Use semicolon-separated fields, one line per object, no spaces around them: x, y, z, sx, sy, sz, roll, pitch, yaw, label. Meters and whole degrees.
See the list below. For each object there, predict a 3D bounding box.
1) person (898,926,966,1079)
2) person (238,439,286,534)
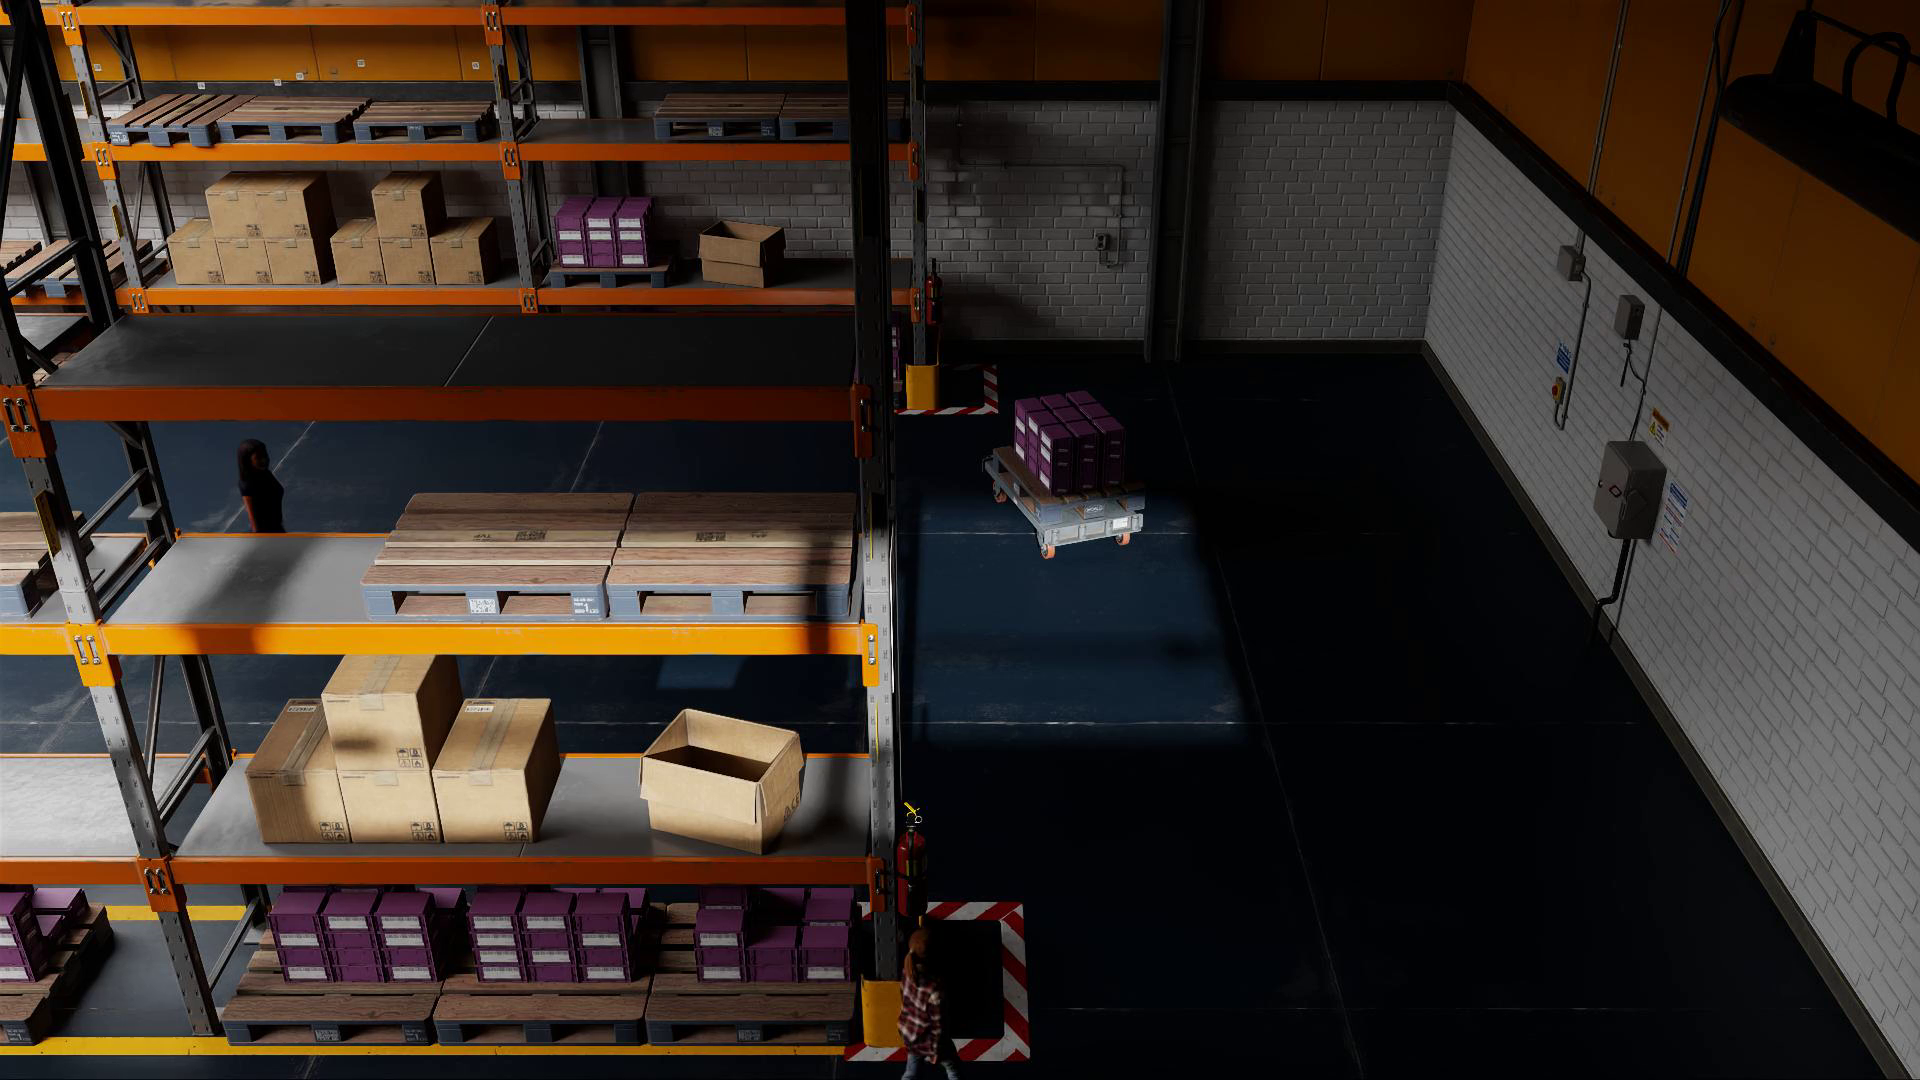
-0.239;2.636;8.841;0.889;1.280;0.782;-17;33;-28;person
-5.499;-0.007;13.210;0.533;1.737;0.562;1;29;1;person
